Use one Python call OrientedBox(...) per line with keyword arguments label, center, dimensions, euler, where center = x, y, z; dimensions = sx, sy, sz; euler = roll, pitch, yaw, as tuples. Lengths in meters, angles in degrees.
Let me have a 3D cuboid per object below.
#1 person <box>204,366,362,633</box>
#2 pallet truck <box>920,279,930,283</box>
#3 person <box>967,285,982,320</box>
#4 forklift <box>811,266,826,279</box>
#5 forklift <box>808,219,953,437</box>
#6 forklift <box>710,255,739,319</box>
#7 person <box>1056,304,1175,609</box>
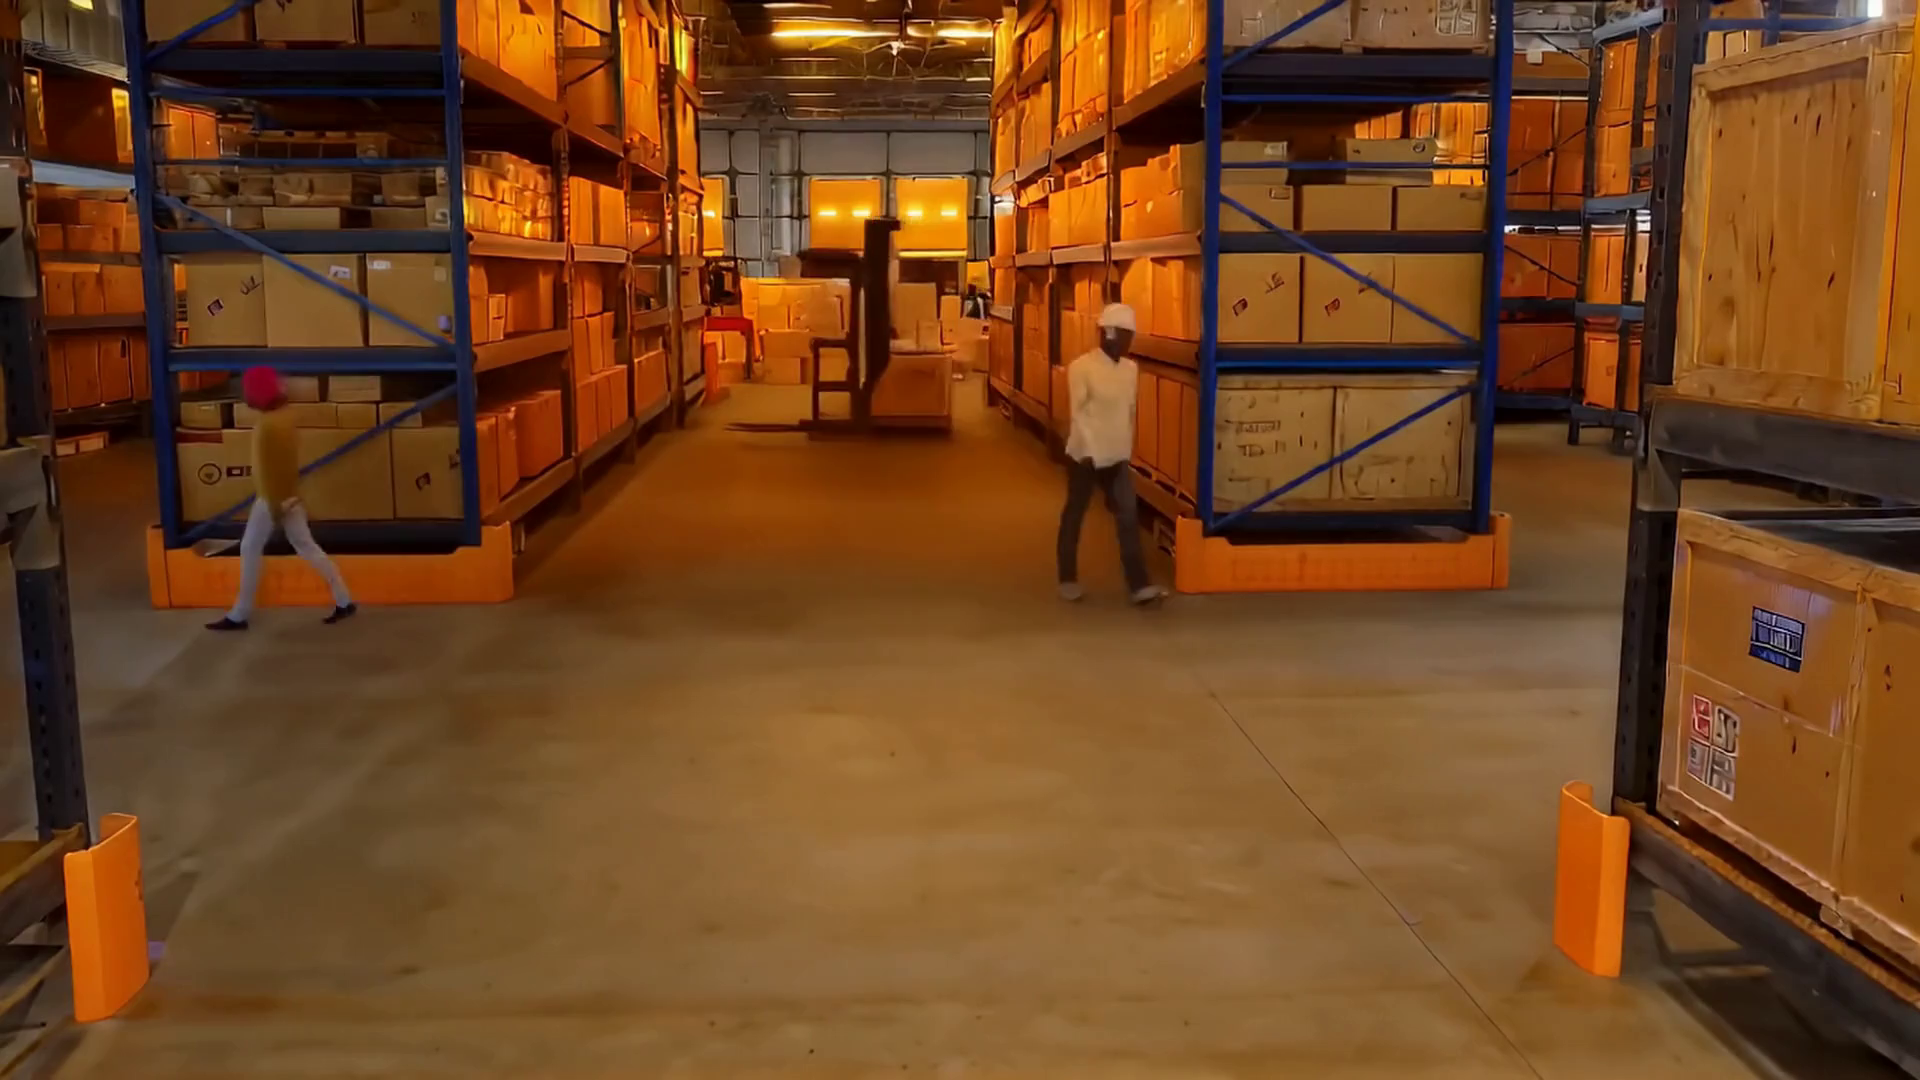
OrientedBox(label="person", center=(-4.045, -0.246, 9.916), dimensions=(0.859, 1.592, 0.509), euler=(-1, 9, -6))
OrientedBox(label="pallet truck", center=(-0.932, -8.922, 63.114), dimensions=(1.885, 1.965, 0.823), euler=(2, 9, 13))
OrientedBox(label="person", center=(0.397, -5.546, 42.319), dimensions=(0.980, 1.878, 0.593), euler=(1, 9, 8))
OrientedBox(label="forklift", center=(-4.762, -8.277, 56.301), dimensions=(1.873, 2.768, 1.129), euler=(-3, 10, -21))
OrientedBox(label="forklift", center=(-1.060, -2.780, 21.783), dimensions=(1.873, 2.768, 1.129), euler=(-1, 9, -4))
OrientedBox(label="forklift", center=(-8.368, -8.713, 59.038), dimensions=(1.129, 2.768, 1.873), euler=(-1, 9, -4))
OrientedBox(label="person", center=(0.952, -0.519, 10.561), dimensions=(0.647, 1.920, 1.021), euler=(-6, 11, -33))
